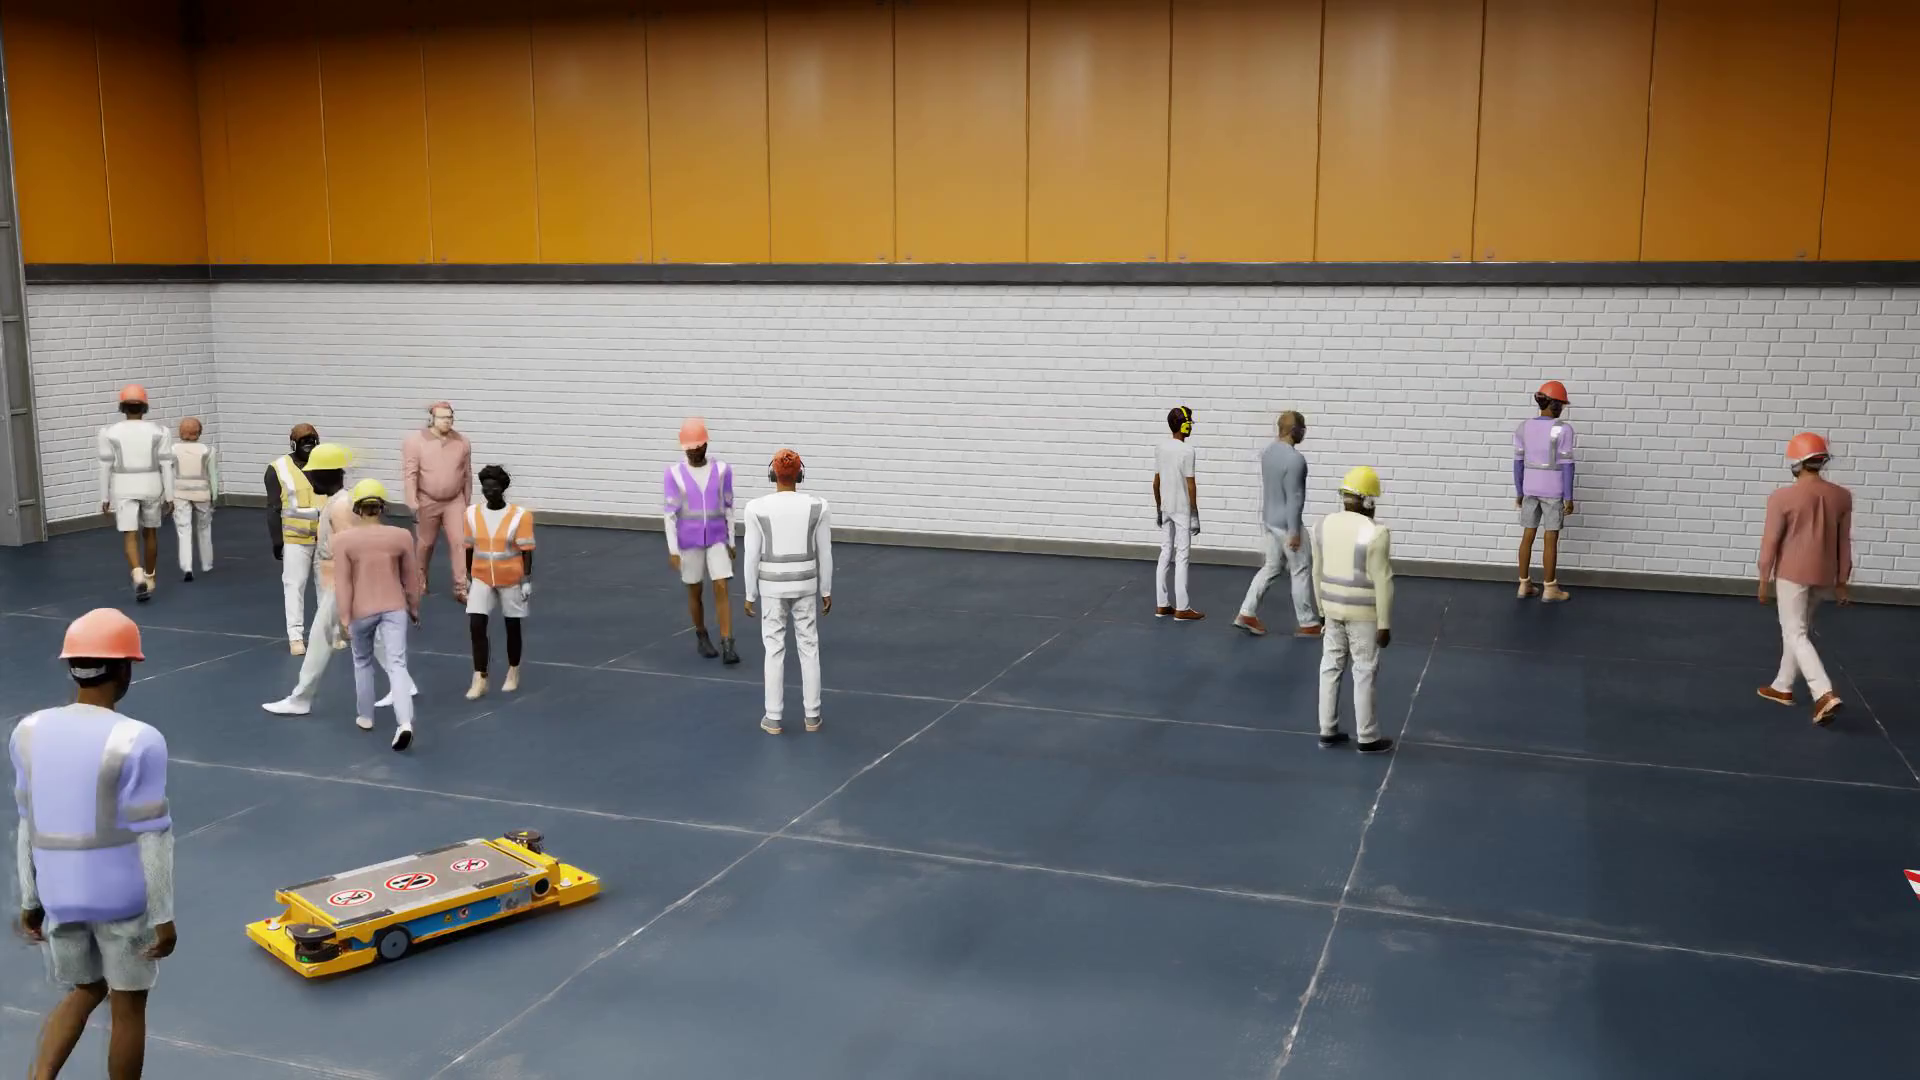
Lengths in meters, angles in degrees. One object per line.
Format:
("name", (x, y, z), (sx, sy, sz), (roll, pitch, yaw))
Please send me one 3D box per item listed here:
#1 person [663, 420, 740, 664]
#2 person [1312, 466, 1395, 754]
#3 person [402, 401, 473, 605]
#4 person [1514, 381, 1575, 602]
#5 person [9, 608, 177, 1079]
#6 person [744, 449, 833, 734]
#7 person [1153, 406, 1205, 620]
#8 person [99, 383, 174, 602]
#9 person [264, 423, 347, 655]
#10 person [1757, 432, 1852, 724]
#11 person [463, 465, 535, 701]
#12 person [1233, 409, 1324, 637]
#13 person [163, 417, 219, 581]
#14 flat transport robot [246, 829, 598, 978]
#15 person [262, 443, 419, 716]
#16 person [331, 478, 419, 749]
("person", (-1.972, 0.035, 12.812), (0.572, 1.894, 0.897), (-3, 10, -19))
("person", (2.514, 0.448, 10.504), (0.463, 1.828, 0.602), (-7, 12, -38))
("person", (-4.823, -0.363, 15.370), (0.647, 1.869, 0.942), (-6, 11, -31))
("person", (5.407, -0.446, 15.357), (0.392, 2.035, 0.605), (-7, 11, -36))
("person", (-2.903, 1.195, 5.549), (0.579, 1.910, 0.611), (2, 9, 10))
("person", (-1.130, 0.339, 10.952), (0.586, 1.882, 0.342), (-2, 9, -14))
("person", (1.908, -0.235, 14.551), (0.326, 1.874, 0.519), (-7, 11, -36))
("person", (-7.627, -0.445, 15.441), (0.617, 2.012, 0.940), (-5, 10, -29))
("person", (-5.188, -0.016, 13.283), (0.630, 1.843, 0.429), (-8, 12, -40))
("person", (5.789, 0.247, 11.333), (0.623, 1.961, 0.954), (-2, 9, -10))
("person", (-3.286, 0.304, 11.790), (0.547, 1.669, 0.676), (0, 9, 2))
("person", (2.677, -0.129, 13.774), (0.827, 1.915, 0.645), (-2, 9, -14))
("person", (-7.619, -0.417, 16.493), (0.515, 1.604, 0.827), (-4, 10, -21))
("flat transport robot", (-2.481, 1.659, 7.749), (1.431, 0.197, 0.652), (-9, 13, -44))
("person", (-4.253, 0.270, 11.415), (1.016, 1.880, 0.604), (-3, 10, -18))
("person", (-3.738, 0.463, 10.723), (0.535, 1.711, 0.949), (-5, 10, -28))
